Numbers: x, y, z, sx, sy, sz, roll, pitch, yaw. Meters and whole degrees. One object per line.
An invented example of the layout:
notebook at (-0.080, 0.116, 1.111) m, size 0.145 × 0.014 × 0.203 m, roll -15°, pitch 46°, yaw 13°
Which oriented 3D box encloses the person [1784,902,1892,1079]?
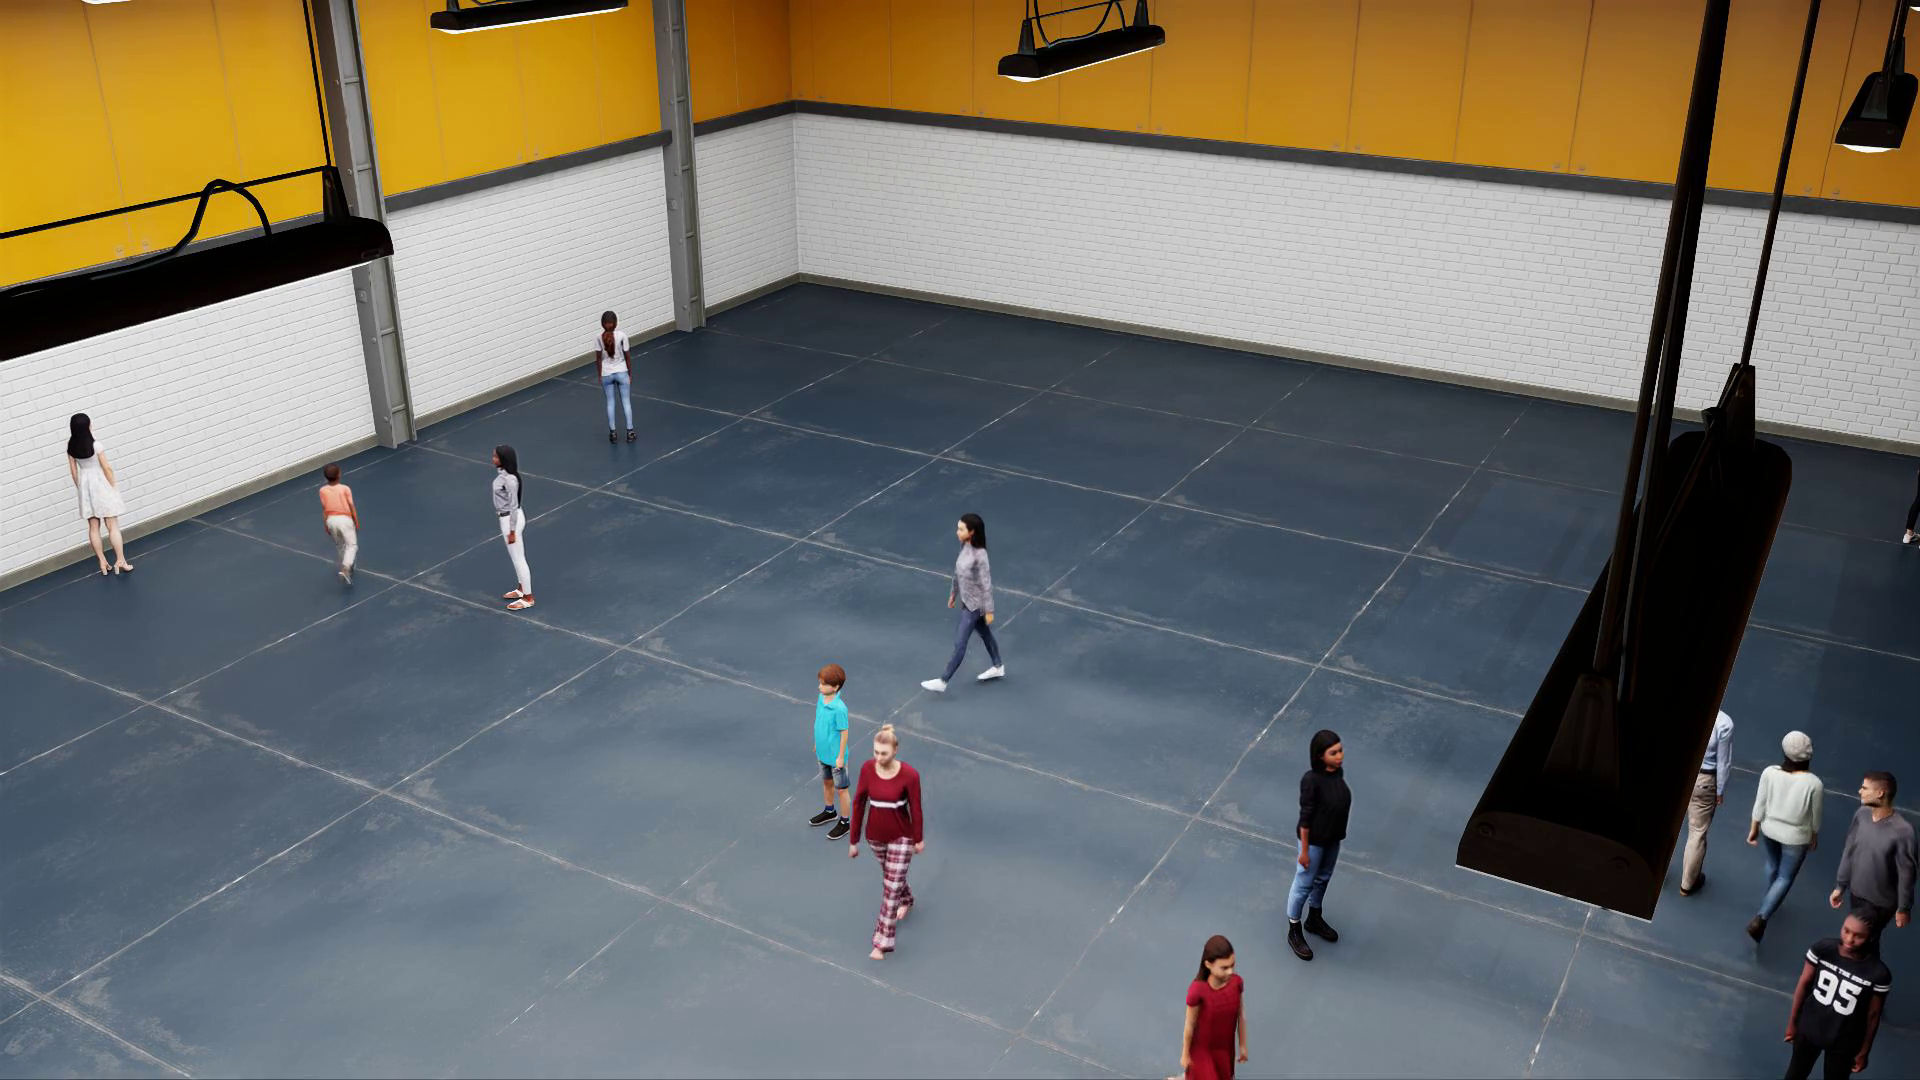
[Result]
person at (5.096, 2.881, 9.734) m, size 0.666 × 1.728 × 0.653 m, roll 21°, pitch 31°, yaw 40°

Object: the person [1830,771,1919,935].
person at (6.054, 2.360, 10.922) m, size 0.881 × 1.731 × 0.799 m, roll -9°, pitch 25°, yaw -20°

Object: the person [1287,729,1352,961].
person at (2.496, 2.086, 11.586) m, size 0.575 × 1.702 × 0.691 m, roll -19°, pitch 30°, yaw -37°

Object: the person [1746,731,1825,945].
person at (5.766, 2.096, 11.672) m, size 1.086 × 1.614 × 0.753 m, roll -19°, pitch 30°, yaw -37°

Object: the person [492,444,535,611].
person at (-4.495, -0.152, 16.676) m, size 0.706 × 1.724 × 0.670 m, roll -9°, pitch 25°, yaw -19°

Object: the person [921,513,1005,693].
person at (0.215, 0.560, 15.089) m, size 1.210 × 1.692 × 1.080 m, roll -10°, pitch 25°, yaw -21°

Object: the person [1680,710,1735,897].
person at (5.348, 1.752, 12.167) m, size 0.646 × 1.848 × 0.610 m, roll 15°, pitch 28°, yaw 30°

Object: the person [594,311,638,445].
person at (-4.374, -2.074, 21.080) m, size 0.668 × 1.719 × 0.692 m, roll -2°, pitch 24°, yaw -3°

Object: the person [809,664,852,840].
person at (-0.990, 1.619, 12.970) m, size 0.583 × 1.449 × 0.581 m, roll -18°, pitch 29°, yaw -35°

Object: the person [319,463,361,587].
person at (-6.428, -0.162, 17.237) m, size 0.744 × 1.295 × 0.895 m, roll 0°, pitch 24°, yaw -1°

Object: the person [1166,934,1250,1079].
person at (1.453, 2.948, 9.832) m, size 1.045 × 1.526 × 0.965 m, roll -12°, pitch 27°, yaw -26°

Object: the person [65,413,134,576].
person at (-9.015, -0.481, 17.367) m, size 0.758 × 1.774 × 0.782 m, roll 2°, pitch 24°, yaw 4°

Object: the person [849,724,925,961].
person at (-0.472, 2.051, 11.728) m, size 0.790 × 1.652 × 1.134 m, roll 7°, pitch 25°, yaw 16°
